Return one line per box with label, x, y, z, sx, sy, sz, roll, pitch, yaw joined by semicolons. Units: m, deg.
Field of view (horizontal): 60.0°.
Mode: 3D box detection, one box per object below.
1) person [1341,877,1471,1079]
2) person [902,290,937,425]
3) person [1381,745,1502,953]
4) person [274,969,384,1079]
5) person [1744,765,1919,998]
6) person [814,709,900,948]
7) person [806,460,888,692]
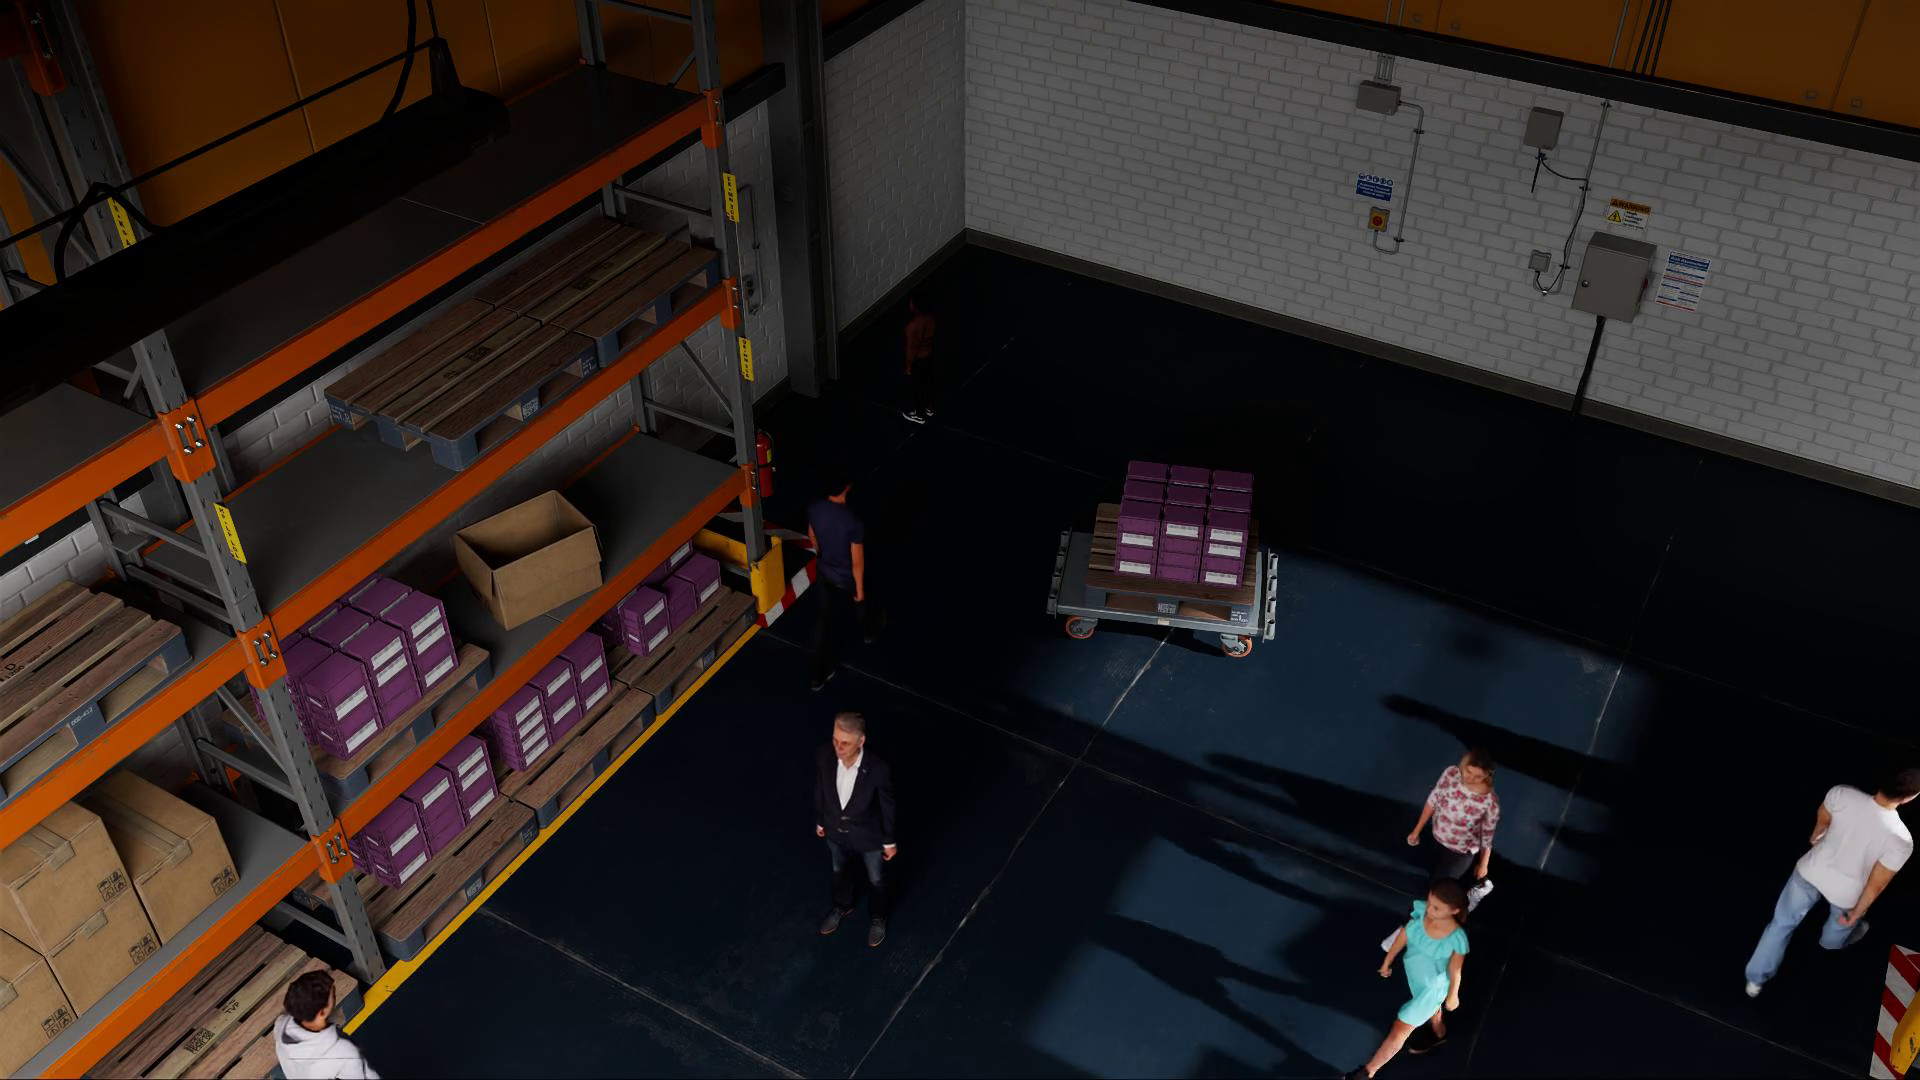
person;2.604;2.367;9.083;1.097;1.514;0.933;-17;42;-20
person;-0.339;-1.578;14.232;0.606;1.254;0.438;25;45;28
person;2.975;1.744;9.795;1.172;1.599;0.969;-21;43;-24
person;-3.107;2.856;8.151;0.714;1.914;0.637;18;42;21
person;4.865;1.956;9.365;1.245;1.806;1.014;-26;45;-29
person;-0.603;1.656;9.733;0.703;1.815;0.628;15;41;17
person;-0.893;0.278;11.513;0.678;1.746;1.116;19;42;22
